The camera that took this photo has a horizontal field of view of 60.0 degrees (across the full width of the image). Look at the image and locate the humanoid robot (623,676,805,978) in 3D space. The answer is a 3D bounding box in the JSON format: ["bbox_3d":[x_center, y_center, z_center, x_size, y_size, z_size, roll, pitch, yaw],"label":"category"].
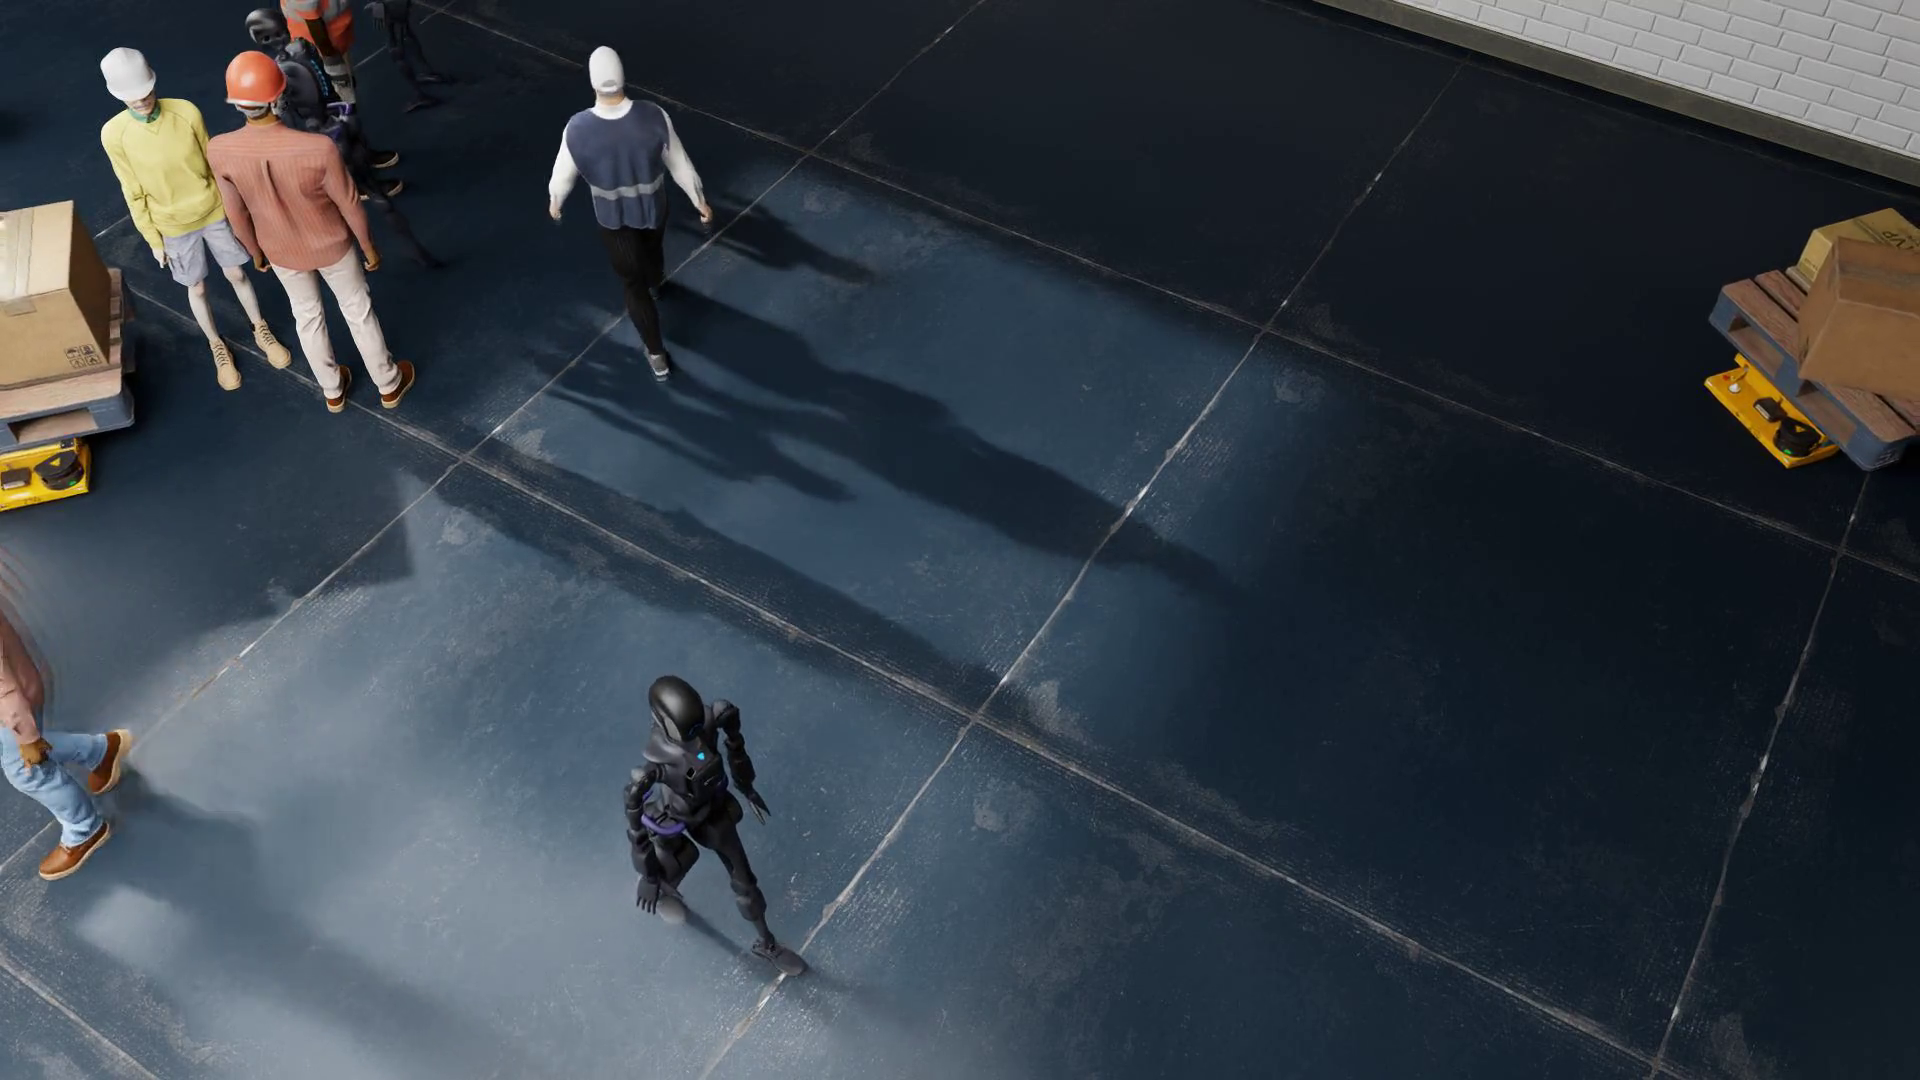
[{"bbox_3d":[-0.961,1.032,6.011,0.789,1.619,0.609,31,56,25],"label":"humanoid robot"}]

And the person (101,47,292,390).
[{"bbox_3d":[-3.754,-1.567,8.110,0.485,1.890,0.379,-30,55,-23],"label":"person"}]

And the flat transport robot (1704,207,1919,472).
[{"bbox_3d":[4.631,-0.819,8.531,1.431,0.231,0.659,-17,51,-14],"label":"flat transport robot"}]

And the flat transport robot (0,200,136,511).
[{"bbox_3d":[-4.772,-0.715,8.440,0.659,0.231,1.431,-14,50,-12],"label":"flat transport robot"}]

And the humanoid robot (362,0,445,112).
[{"bbox_3d":[-3.376,-3.294,9.761,0.350,1.651,0.605,-6,49,-5],"label":"humanoid robot"}]

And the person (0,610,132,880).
[{"bbox_3d":[-3.605,0.564,6.185,0.630,1.976,0.497,31,56,24],"label":"person"}]

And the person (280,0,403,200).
[{"bbox_3d":[-3.470,-2.771,9.121,0.371,1.959,0.606,-12,50,-11],"label":"person"}]

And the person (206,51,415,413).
[{"bbox_3d":[-3.088,-1.424,7.915,0.620,1.992,0.392,-3,49,-2],"label":"person"}]

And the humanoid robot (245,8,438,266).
[{"bbox_3d":[-3.296,-2.054,8.701,0.765,1.618,0.615,2,49,2],"label":"humanoid robot"}]

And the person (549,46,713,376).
[{"bbox_3d":[-1.661,-1.702,8.342,0.776,1.706,0.918,-15,51,-13],"label":"person"}]
